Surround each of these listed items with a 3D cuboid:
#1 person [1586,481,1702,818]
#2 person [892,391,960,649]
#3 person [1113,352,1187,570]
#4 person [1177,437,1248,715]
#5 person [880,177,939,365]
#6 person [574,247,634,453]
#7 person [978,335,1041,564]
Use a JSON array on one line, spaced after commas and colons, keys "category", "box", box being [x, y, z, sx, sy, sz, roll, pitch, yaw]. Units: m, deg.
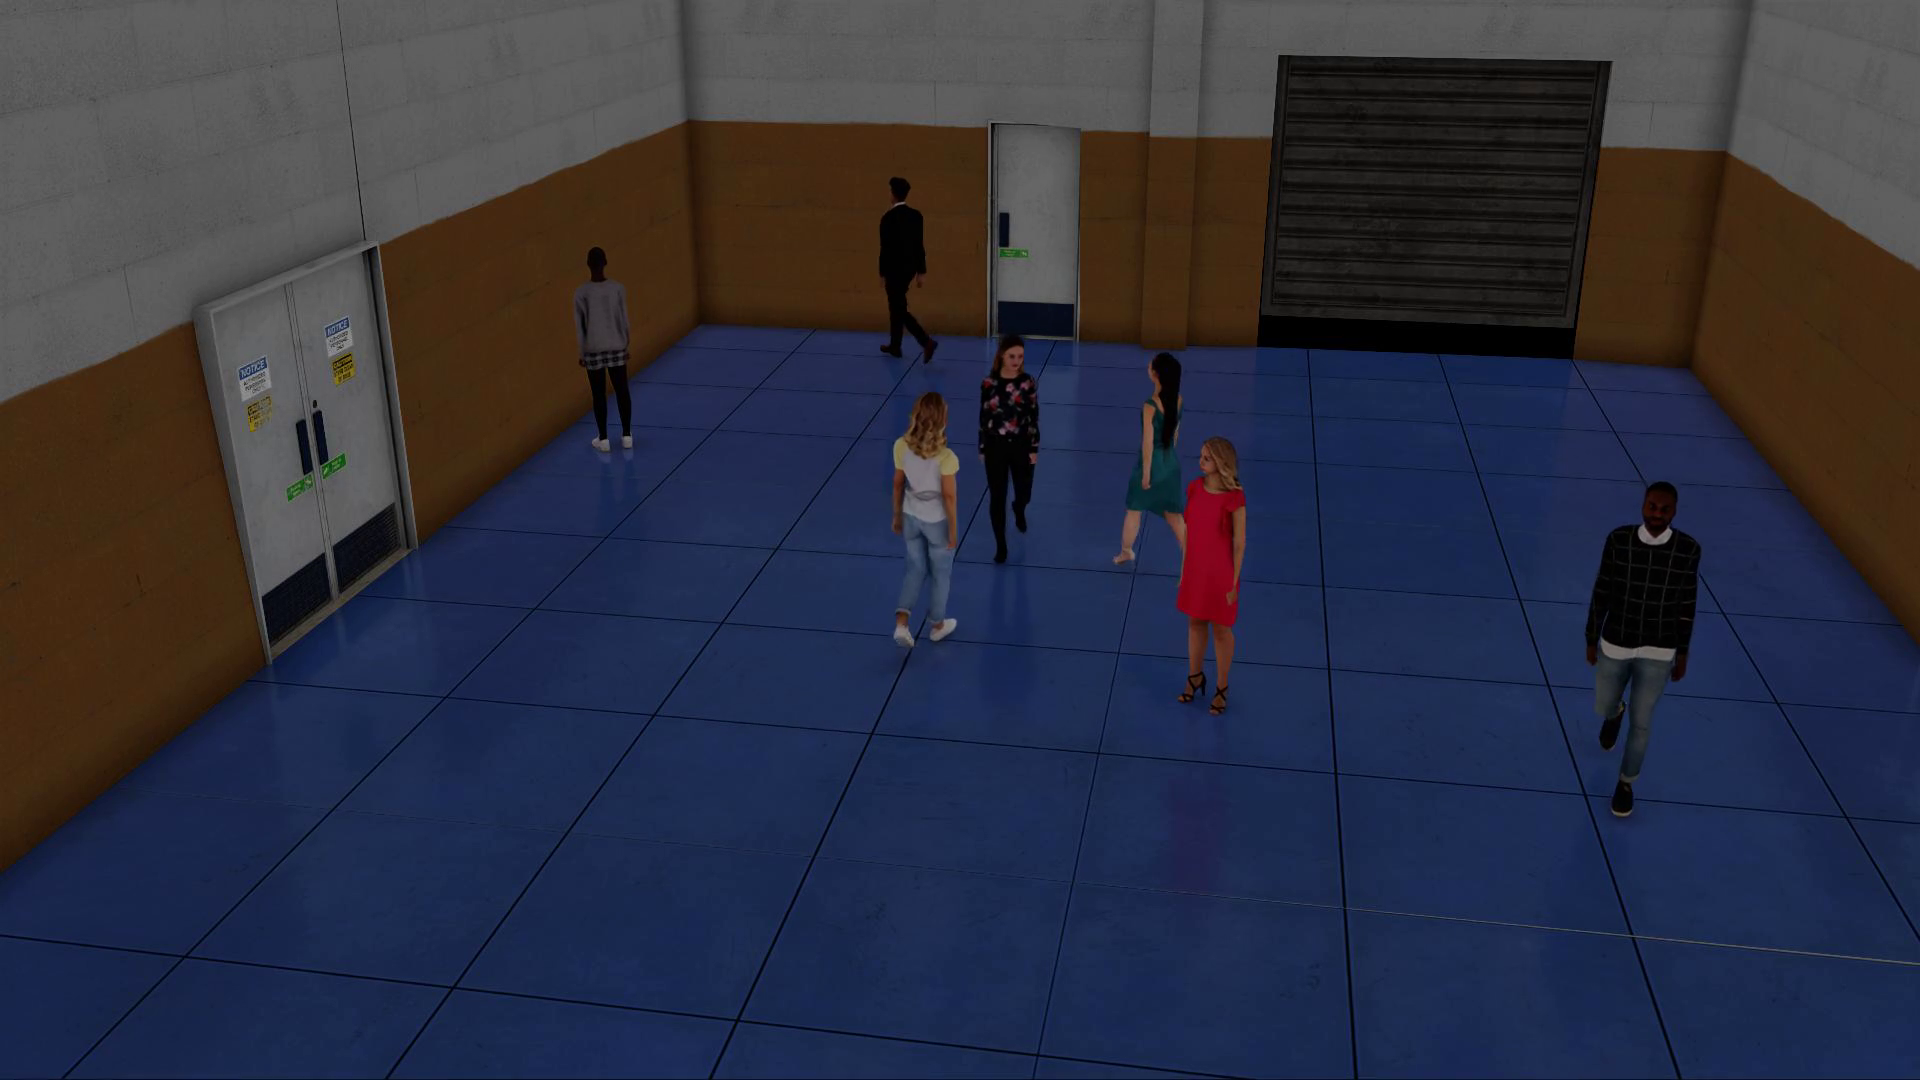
[{"category": "person", "box": [3.614, 0.520, 8.845, 1.035, 1.799, 0.917, 10, 24, 23]}, {"category": "person", "box": [-0.250, -0.081, 10.436, 0.956, 1.713, 0.890, 12, 25, 28]}, {"category": "person", "box": [1.428, -0.436, 11.429, 0.993, 1.646, 1.086, -17, 27, -36]}, {"category": "person", "box": [1.485, 0.195, 9.752, 0.722, 1.727, 0.642, -20, 29, -41]}, {"category": "person", "box": [-0.541, -2.676, 16.725, 1.242, 1.854, 1.070, 19, 28, 38]}, {"category": "person", "box": [-3.041, -1.636, 14.248, 0.660, 1.771, 0.758, -10, 24, -23]}, {"category": "person", "box": [0.361, -0.690, 12.027, 0.812, 1.672, 0.707, 2, 22, 6]}]
